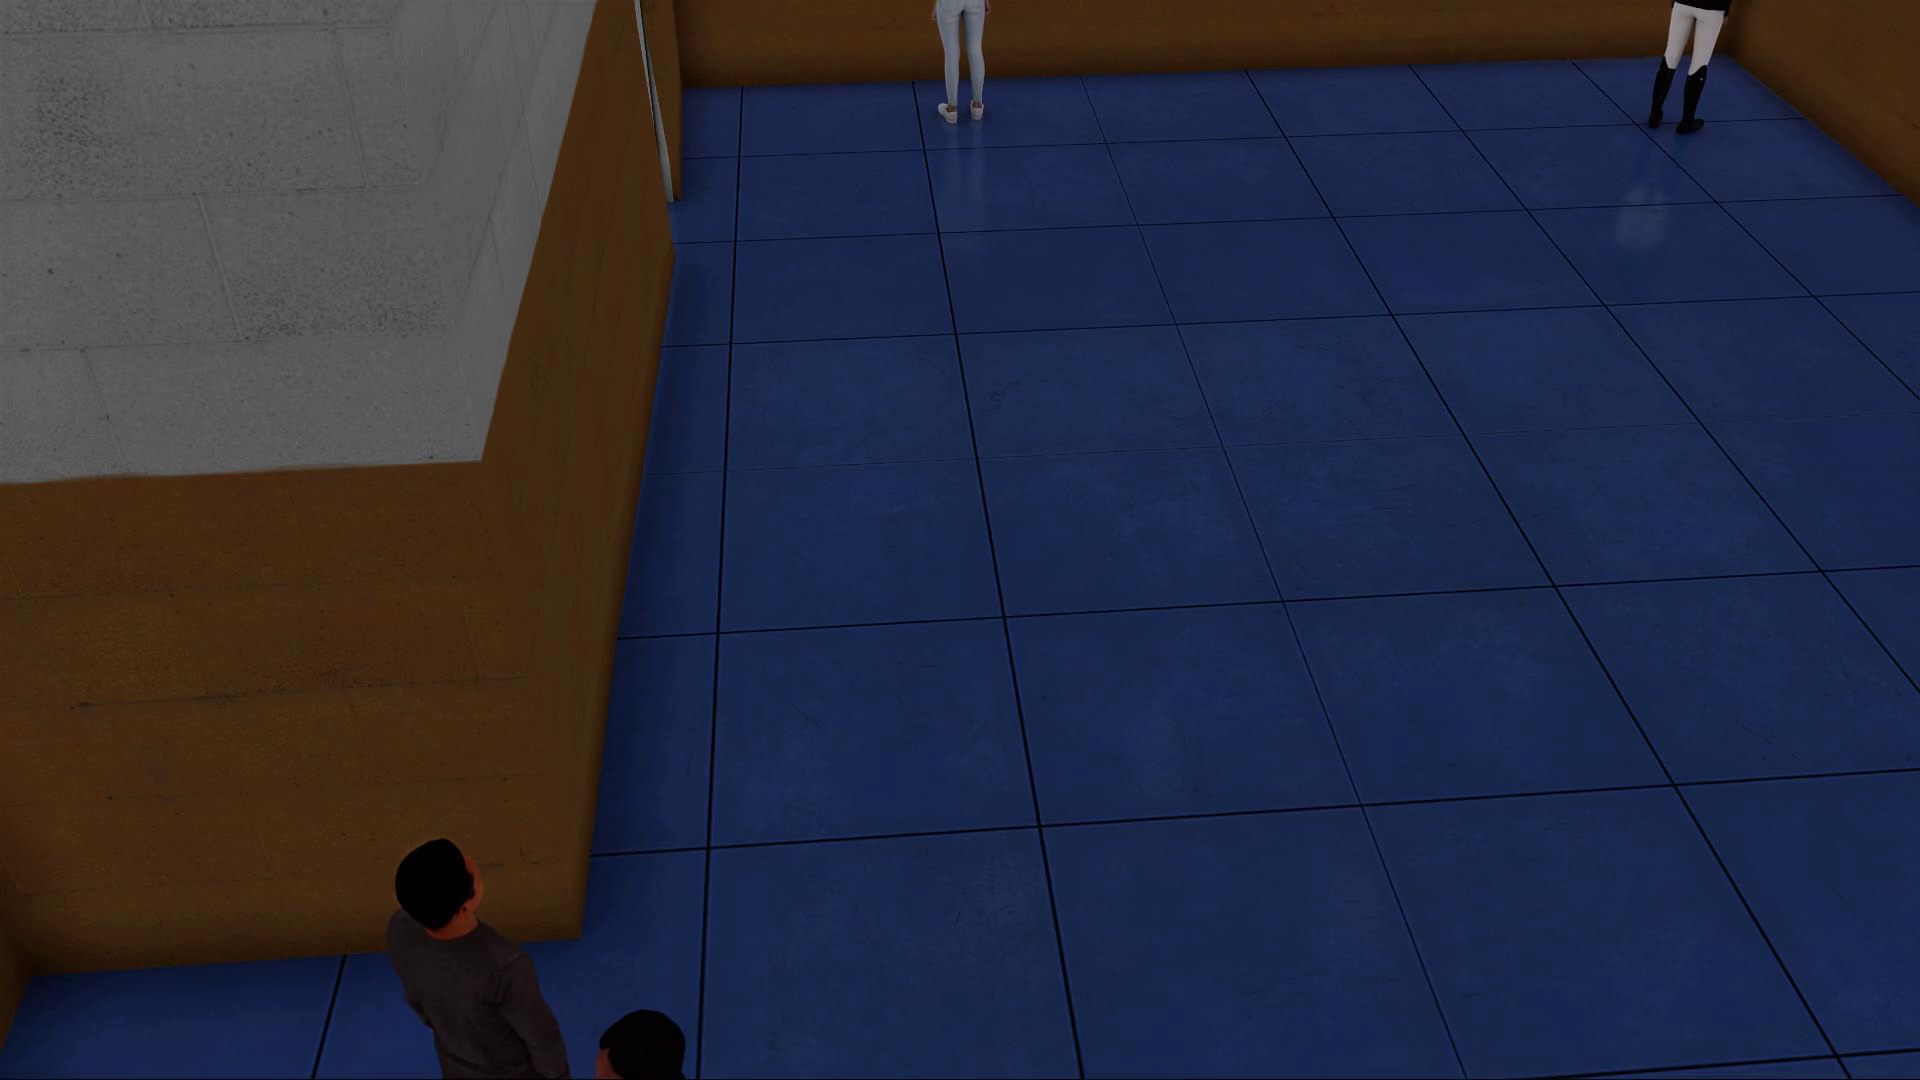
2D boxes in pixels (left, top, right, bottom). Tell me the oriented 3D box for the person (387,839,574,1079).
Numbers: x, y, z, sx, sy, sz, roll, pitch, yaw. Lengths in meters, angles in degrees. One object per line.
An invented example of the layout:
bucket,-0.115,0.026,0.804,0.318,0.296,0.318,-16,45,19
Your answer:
person,-1.355,1.506,4.797,0.651,1.768,0.780,-12,38,-15

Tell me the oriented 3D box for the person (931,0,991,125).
person,0.005,-3.888,11.999,0.519,1.749,0.683,-8,38,-11

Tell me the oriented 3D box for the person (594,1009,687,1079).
person,-0.775,1.833,4.383,0.666,1.743,0.715,29,46,33

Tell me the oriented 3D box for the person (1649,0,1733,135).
person,5.256,-3.766,11.841,0.669,1.728,0.726,29,45,33
